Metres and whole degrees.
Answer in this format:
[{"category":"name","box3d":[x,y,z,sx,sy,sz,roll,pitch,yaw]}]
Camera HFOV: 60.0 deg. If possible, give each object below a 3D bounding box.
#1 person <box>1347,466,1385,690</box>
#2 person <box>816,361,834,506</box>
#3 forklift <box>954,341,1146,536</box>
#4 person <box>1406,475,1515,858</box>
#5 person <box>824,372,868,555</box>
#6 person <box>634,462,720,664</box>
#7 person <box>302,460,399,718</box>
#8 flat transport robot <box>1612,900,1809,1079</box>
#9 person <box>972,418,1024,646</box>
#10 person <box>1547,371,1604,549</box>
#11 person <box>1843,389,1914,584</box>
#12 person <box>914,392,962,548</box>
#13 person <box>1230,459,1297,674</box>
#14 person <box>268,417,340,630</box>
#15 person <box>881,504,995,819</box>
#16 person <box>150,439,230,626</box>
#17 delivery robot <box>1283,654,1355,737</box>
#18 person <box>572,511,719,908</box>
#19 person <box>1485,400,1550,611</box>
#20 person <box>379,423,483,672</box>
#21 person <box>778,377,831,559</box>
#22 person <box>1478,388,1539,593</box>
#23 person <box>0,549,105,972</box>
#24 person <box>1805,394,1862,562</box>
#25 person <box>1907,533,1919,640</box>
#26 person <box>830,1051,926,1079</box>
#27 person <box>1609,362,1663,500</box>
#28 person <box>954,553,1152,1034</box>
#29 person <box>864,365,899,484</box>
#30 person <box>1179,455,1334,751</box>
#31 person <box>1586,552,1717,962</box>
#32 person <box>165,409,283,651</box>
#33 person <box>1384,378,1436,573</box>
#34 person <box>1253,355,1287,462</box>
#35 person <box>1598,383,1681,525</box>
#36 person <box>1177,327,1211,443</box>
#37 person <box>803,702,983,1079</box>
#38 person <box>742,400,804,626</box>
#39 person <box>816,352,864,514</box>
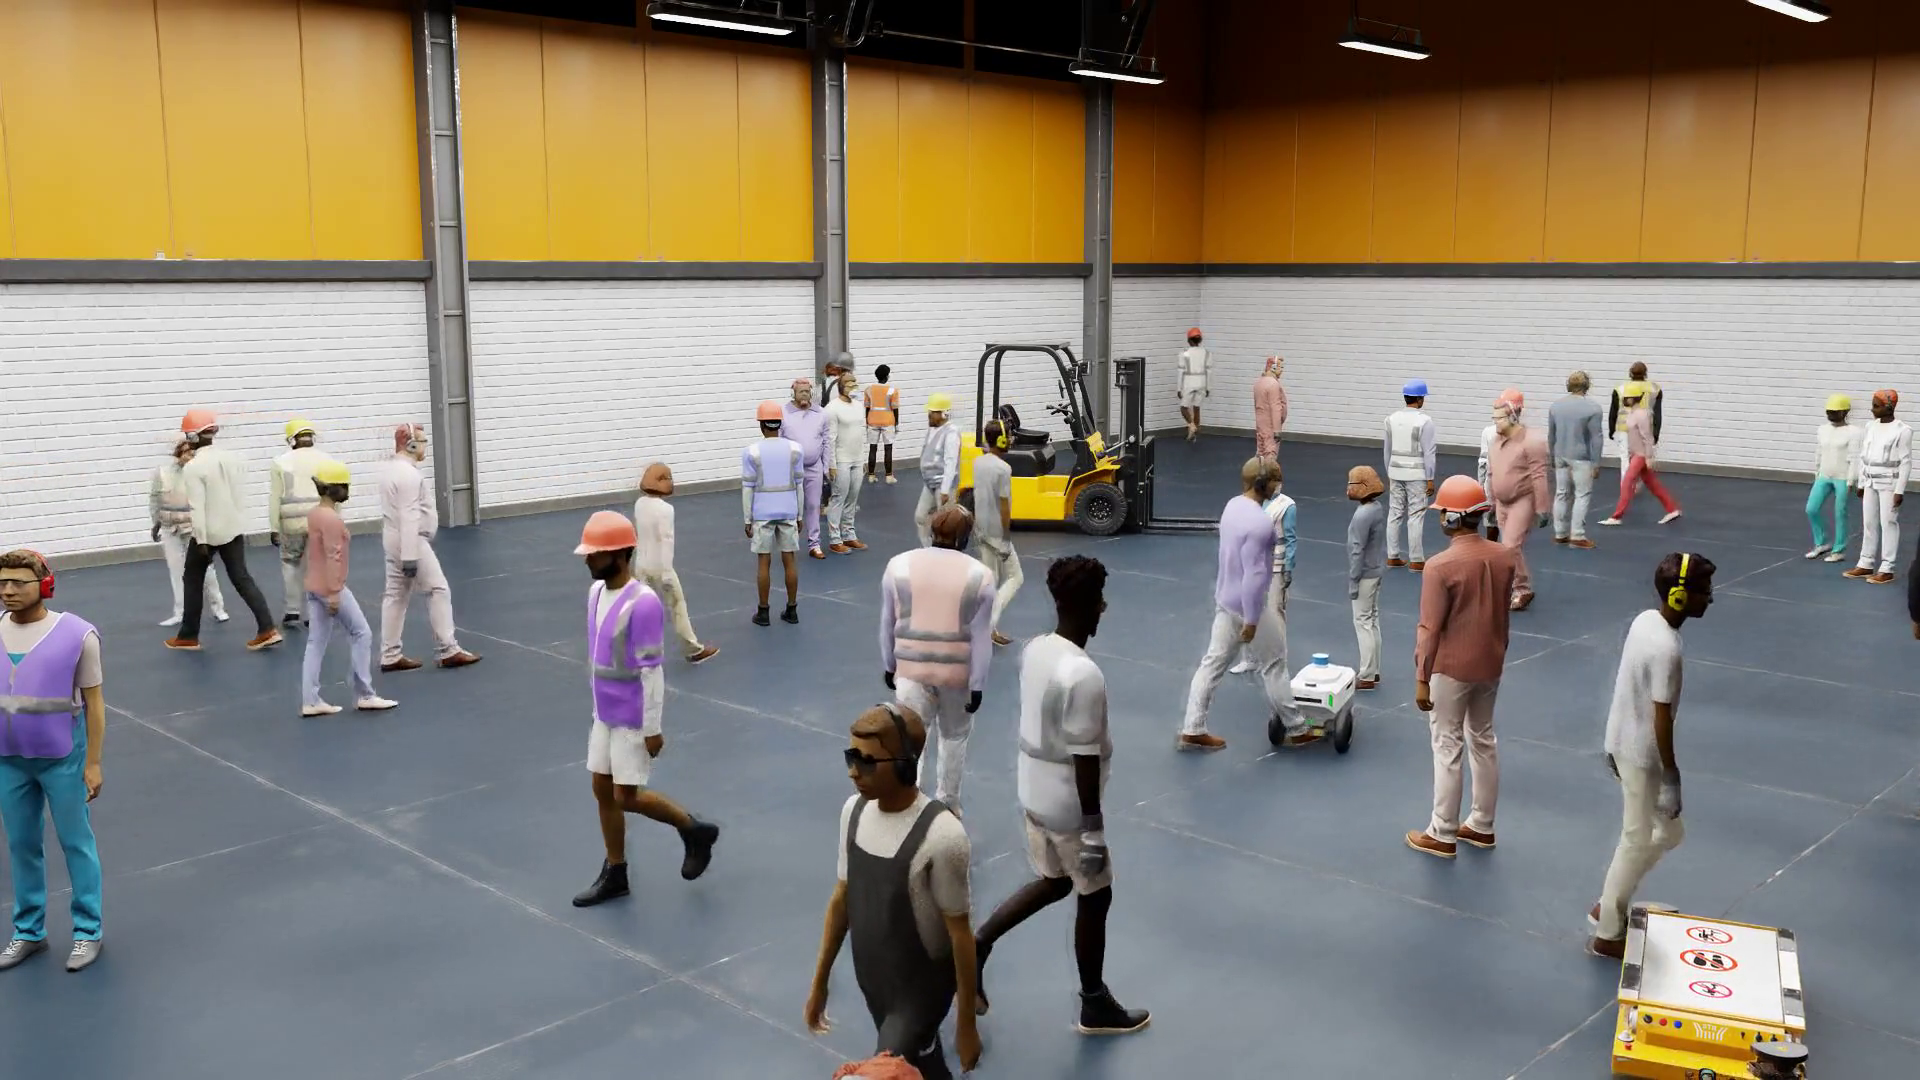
[{"category":"person","box3d":[2.919,0.272,12.034,0.280,1.625,0.493,5,11,28]},{"category":"person","box3d":[-1.610,-1.350,21.258,0.510,1.861,0.329,7,12,38]},{"category":"forklift","box3d":[0.977,-1.223,19.452,2.313,2.155,1.214,2,9,11]},{"category":"person","box3d":[2.578,0.655,8.590,0.622,1.990,0.400,-5,11,-30]},{"category":"person","box3d":[-1.216,-0.825,17.791,0.357,1.938,0.638,6,11,31]},{"category":"person","box3d":[-2.240,0.200,12.556,0.842,1.580,0.519,-9,13,-42]},{"category":"person","box3d":[-4.178,0.330,11.304,0.727,1.737,0.548,-7,12,-37]},{"category":"flat transport robot","box3d":[3.019,1.816,6.703,0.652,0.197,1.431,4,10,24]},{"category":"person","box3d":[0.295,-0.048,13.322,0.378,1.852,0.511,-6,11,-35]},{"category":"person","box3d":[6.667,-0.863,18.058,0.380,1.929,0.674,-7,12,-37]},{"category":"person","box3d":[8.907,-0.519,16.079,0.362,1.886,0.576,-2,9,-11]},{"category":"person","box3d":[-0.257,-0.558,16.505,0.547,1.817,0.627,-4,10,-25]},{"category":"person","box3d":[2.257,0.215,12.332,0.306,1.639,0.524,-9,13,-43]},{"category":"person","box3d":[-5.521,-0.131,14.003,0.614,1.787,0.633,-7,11,-36]},{"category":"person","box3d":[-0.129,0.715,8.770,0.631,1.809,0.829,1,9,7]},{"category":"person","box3d":[-6.569,-0.067,14.170,0.604,1.612,0.351,1,9,3]},{"category":"delivery robot","box3d":[2.312,0.976,10.698,0.477,0.478,0.707,4,10,24]},{"category":"person","box3d":[-1.538,0.796,7.947,0.619,1.922,0.551,-7,12,-38]},{"category":"person","box3d":[4.944,-0.304,14.794,0.504,1.873,0.666,-3,10,-20]},{"category":"person","box3d":[-4.035,0.053,12.582,0.840,1.873,0.685,-6,11,-32]},{"category":"person","box3d":[-1.646,-0.737,17.342,0.643,1.913,0.410,-4,10,-22]},{"category":"person","box3d":[5.056,-0.438,15.414,0.545,1.942,0.354,6,11,34]},{"category":"person","box3d":[-3.983,0.944,7.219,0.565,1.849,0.388,0,9,1]},{"category":"person","box3d":[9.021,-0.631,17.163,0.439,1.749,0.536,-5,10,-26]},{"category":"person","box3d":[5.833,0.506,9.630,0.656,1.963,0.461,4,10,21]},{"category":"person","box3d":[-0.128,1.681,2.588,0.572,1.887,0.354,4,10,23]},{"category":"person","box3d":[8.953,-1.455,22.086,0.631,1.791,0.951,3,10,17]},{"category":"person","box3d":[0.348,1.020,6.519,0.768,1.938,0.675,-3,10,-15]},{"category":"person","box3d":[-1.100,-1.626,23.470,0.535,1.691,0.319,3,10,17]},{"category":"person","box3d":[1.845,0.407,10.407,1.019,1.884,0.647,-2,9,-12]},{"category":"person","box3d":[2.987,0.951,7.215,0.422,1.840,0.570,3,10,16]},{"category":"person","box3d":[-5.858,-0.068,13.147,0.977,1.946,0.589,3,10,19]},{"category":"person","box3d":[4.509,-0.644,16.657,0.386,1.948,0.601,-7,11,-36]},{"category":"person","box3d":[4.100,-1.474,21.894,0.405,1.902,0.636,-2,9,-11]},{"category":"person","box3d":[8.107,-1.014,19.668,0.953,1.708,0.534,1,9,8]},{"category":"person","box3d":[4.058,-2.668,28.807,0.630,2.032,0.594,-2,9,-11]},{"category":"person","box3d":[-0.227,1.351,4.902,0.982,1.790,0.534,-7,12,-37]},{"category":"person","box3d":[-1.596,-0.230,14.197,0.540,1.930,0.384,-3,10,-18]},{"category":"person","box3d":[-1.482,-1.319,20.509,0.542,2.000,0.771,-8,12,-41]}]
